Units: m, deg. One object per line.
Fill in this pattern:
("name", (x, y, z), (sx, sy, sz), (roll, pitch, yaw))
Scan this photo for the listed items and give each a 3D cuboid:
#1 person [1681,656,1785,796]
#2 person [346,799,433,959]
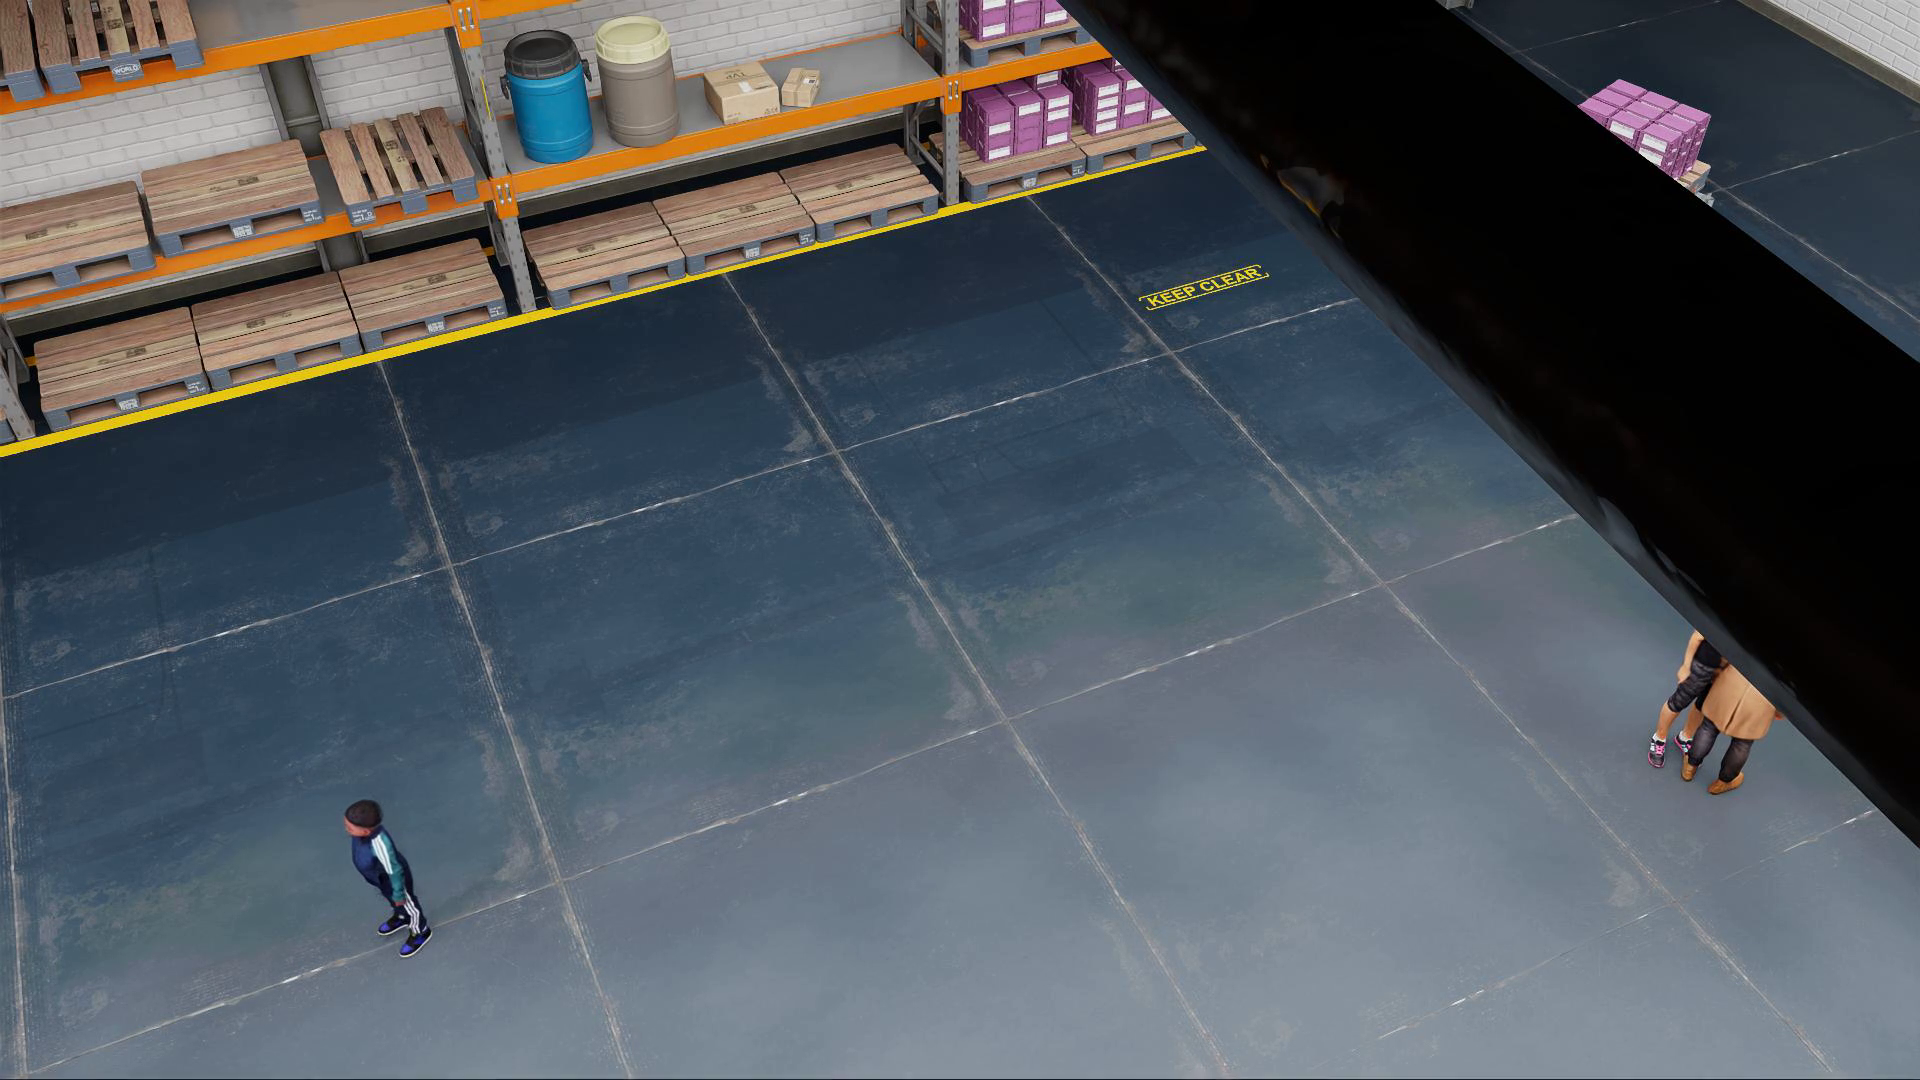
("person", (4.750, 0.890, 10.018), (0.736, 1.726, 0.743), (33, 53, 30))
("person", (-3.215, 1.861, 9.341), (0.555, 1.256, 0.549), (-33, 53, -30))
